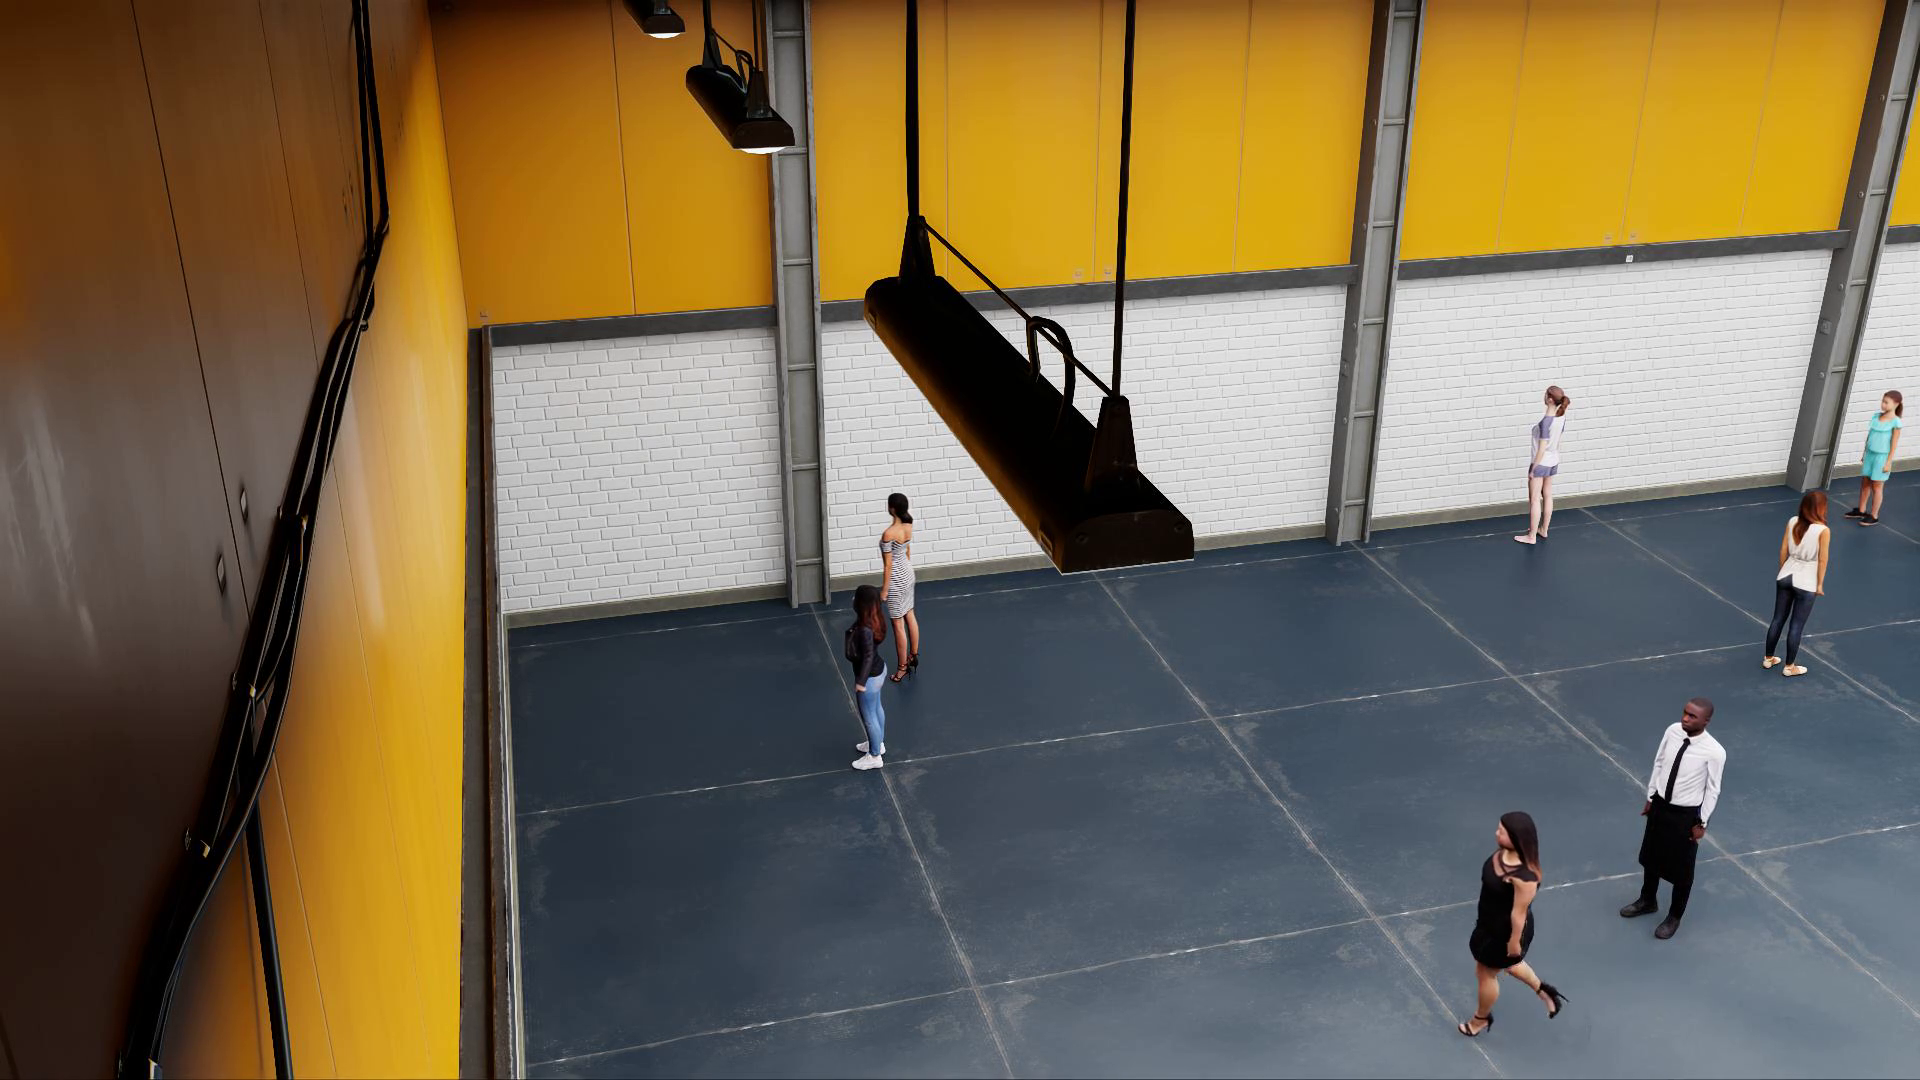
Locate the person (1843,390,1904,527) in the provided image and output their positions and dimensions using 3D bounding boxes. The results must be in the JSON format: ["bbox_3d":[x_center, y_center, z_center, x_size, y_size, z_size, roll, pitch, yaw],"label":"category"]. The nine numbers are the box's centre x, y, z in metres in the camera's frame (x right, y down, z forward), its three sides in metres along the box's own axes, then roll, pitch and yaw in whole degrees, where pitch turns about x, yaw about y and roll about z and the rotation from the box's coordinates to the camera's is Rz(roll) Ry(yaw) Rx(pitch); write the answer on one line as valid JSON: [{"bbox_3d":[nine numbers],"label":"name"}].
[{"bbox_3d":[10.196,-0.924,18.452,0.509,1.558,0.538,-6,24,-13],"label":"person"}]

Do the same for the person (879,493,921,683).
[{"bbox_3d":[-0.541,0.417,15.054,0.728,1.822,0.669,12,27,26],"label":"person"}]

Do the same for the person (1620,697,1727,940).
[{"bbox_3d":[5.031,1.903,11.636,0.638,1.837,0.696,-14,27,-29],"label":"person"}]

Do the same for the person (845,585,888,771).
[{"bbox_3d":[-0.753,1.106,13.712,0.690,1.634,0.714,3,24,6],"label":"person"}]

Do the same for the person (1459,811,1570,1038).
[{"bbox_3d":[3.544,2.458,10.541,1.021,1.696,0.892,5,24,11],"label":"person"}]

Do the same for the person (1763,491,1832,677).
[{"bbox_3d":[7.637,0.386,15.173,0.605,1.784,0.646,-13,27,-27],"label":"person"}]

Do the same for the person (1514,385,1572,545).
[{"bbox_3d":[6.308,-0.823,17.958,0.631,1.767,0.727,-19,30,-37],"label":"person"}]
